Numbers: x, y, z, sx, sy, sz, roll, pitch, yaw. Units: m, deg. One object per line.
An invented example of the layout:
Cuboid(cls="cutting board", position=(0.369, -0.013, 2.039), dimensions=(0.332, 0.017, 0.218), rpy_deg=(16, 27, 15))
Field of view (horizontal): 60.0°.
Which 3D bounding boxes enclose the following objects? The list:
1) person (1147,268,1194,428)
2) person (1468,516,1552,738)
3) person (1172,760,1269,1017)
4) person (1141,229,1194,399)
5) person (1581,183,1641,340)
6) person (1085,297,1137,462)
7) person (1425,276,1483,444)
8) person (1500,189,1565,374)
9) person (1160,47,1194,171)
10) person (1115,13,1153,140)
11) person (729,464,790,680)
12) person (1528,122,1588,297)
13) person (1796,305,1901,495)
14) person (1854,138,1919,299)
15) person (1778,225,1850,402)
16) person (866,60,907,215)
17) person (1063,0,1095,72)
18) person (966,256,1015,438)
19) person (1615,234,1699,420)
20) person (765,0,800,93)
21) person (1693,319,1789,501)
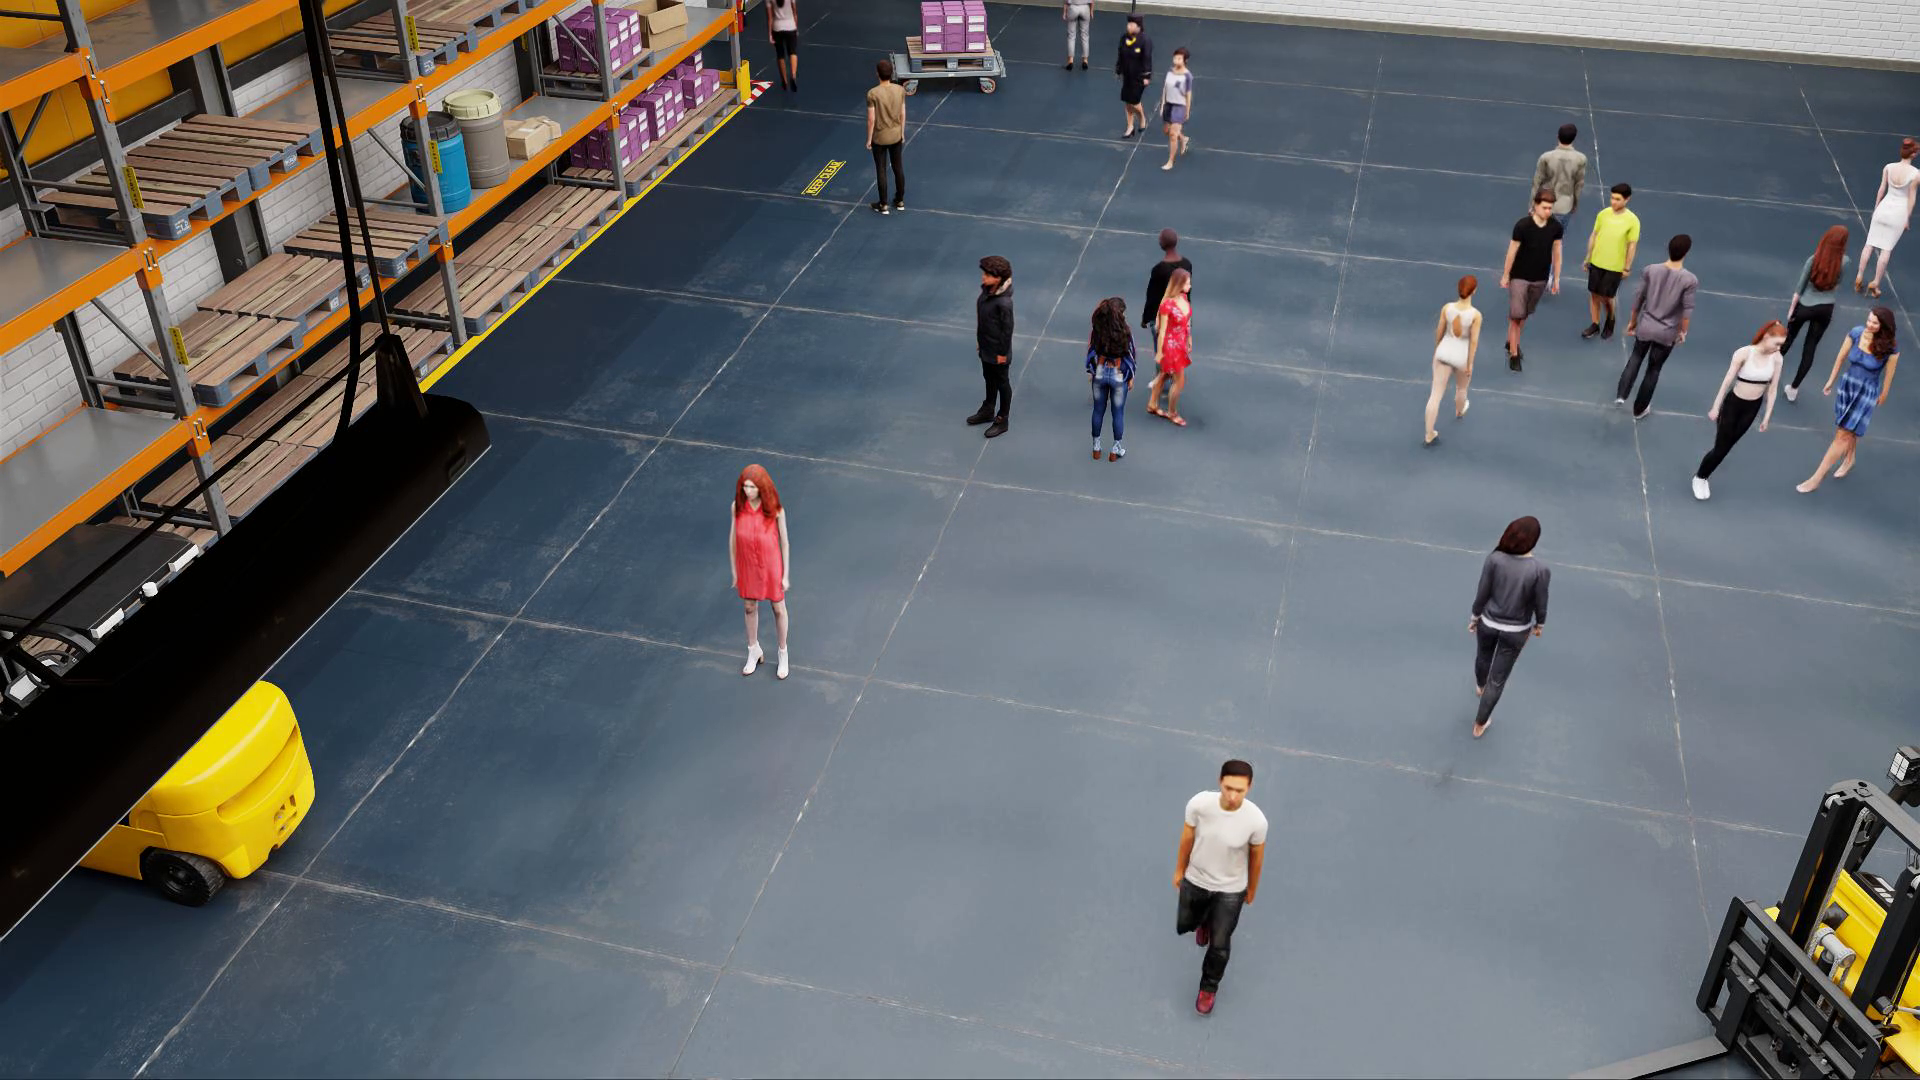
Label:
Cuboid(cls="person", position=(1.922, -1.846, 15.721), dimensions=(0.757, 1.577, 0.727), rpy_deg=(18, 38, 25))
Cuboid(cls="person", position=(3.842, 0.652, 11.814), dimensions=(0.806, 1.740, 1.040), rpy_deg=(18, 38, 25))
Cuboid(cls="person", position=(1.524, 1.953, 9.809), dimensions=(0.708, 1.795, 0.924), rpy_deg=(12, 35, 17))
Cuboid(cls="person", position=(2.041, -2.124, 16.001), dimensions=(0.791, 1.730, 0.851), rpy_deg=(-17, 37, -23))
Cuboid(cls="person", position=(6.747, -2.902, 17.204), dimensions=(0.813, 1.695, 0.762), rpy_deg=(-26, 41, -33))
Cuboid(cls="person", position=(1.366, -1.473, 15.123), dimensions=(0.636, 1.618, 0.576), rpy_deg=(12, 36, 18))
Cuboid(cls="person", position=(4.527, -1.632, 15.378), dimensions=(0.790, 1.599, 1.097), rpy_deg=(20, 38, 27))
Cuboid(cls="person", position=(5.707, -2.687, 16.751), dimensions=(0.868, 1.837, 1.057), rpy_deg=(-3, 34, -5))
Cuboid(cls="person", position=(2.811, -5.570, 21.353), dimensions=(0.968, 1.545, 0.835), rpy_deg=(-27, 42, -35))
Cuboid(cls="person", position=(2.374, -6.175, 22.157), dimensions=(0.872, 1.662, 0.844), rpy_deg=(-29, 43, -36))
Cuboid(cls="person", position=(-1.478, 0.228, 12.374), dimensions=(0.603, 1.828, 0.523), rpy_deg=(6, 34, 8))
Cuboid(cls="person", position=(6.469, -3.570, 18.078), dimensions=(0.691, 1.840, 1.074), rpy_deg=(9, 35, 13))
Cuboid(cls="person", position=(7.939, -1.246, 14.659), dimensions=(1.166, 1.753, 1.114), rpy_deg=(-18, 38, -25))
Cuboid(cls="person", position=(10.047, -3.485, 17.993), dimensions=(0.681, 1.791, 0.633), rpy_deg=(-20, 38, -27))
Cuboid(cls="person", position=(8.271, -2.146, 16.066), dimensions=(0.656, 1.695, 1.061), rpy_deg=(5, 34, 8))
Cuboid(cls="person", position=(-0.877, -4.849, 19.990), dimensions=(0.742, 1.852, 0.791), rpy_deg=(-16, 37, -22))
Cuboid(cls="person", position=(1.743, -7.782, 24.561), dimensions=(0.686, 1.677, 0.672), rpy_deg=(-1, 34, -2))
Cuboid(cls="person", position=(0.329, -1.833, 15.518), dimensions=(0.783, 1.779, 0.720), rpy_deg=(-17, 37, -24))
Cuboid(cls="person", position=(6.539, -1.971, 15.670), dimensions=(0.799, 1.842, 0.819), rpy_deg=(27, 42, 34))
Cuboid(cls="person", position=(-2.490, -7.190, 23.628), dimensions=(0.894, 1.725, 1.042), rpy_deg=(-8, 34, -11))
Cuboid(cls="person", position=(6.818, -1.168, 14.570), dimensions=(0.713, 1.722, 0.693), rpy_deg=(4, 34, 7))
